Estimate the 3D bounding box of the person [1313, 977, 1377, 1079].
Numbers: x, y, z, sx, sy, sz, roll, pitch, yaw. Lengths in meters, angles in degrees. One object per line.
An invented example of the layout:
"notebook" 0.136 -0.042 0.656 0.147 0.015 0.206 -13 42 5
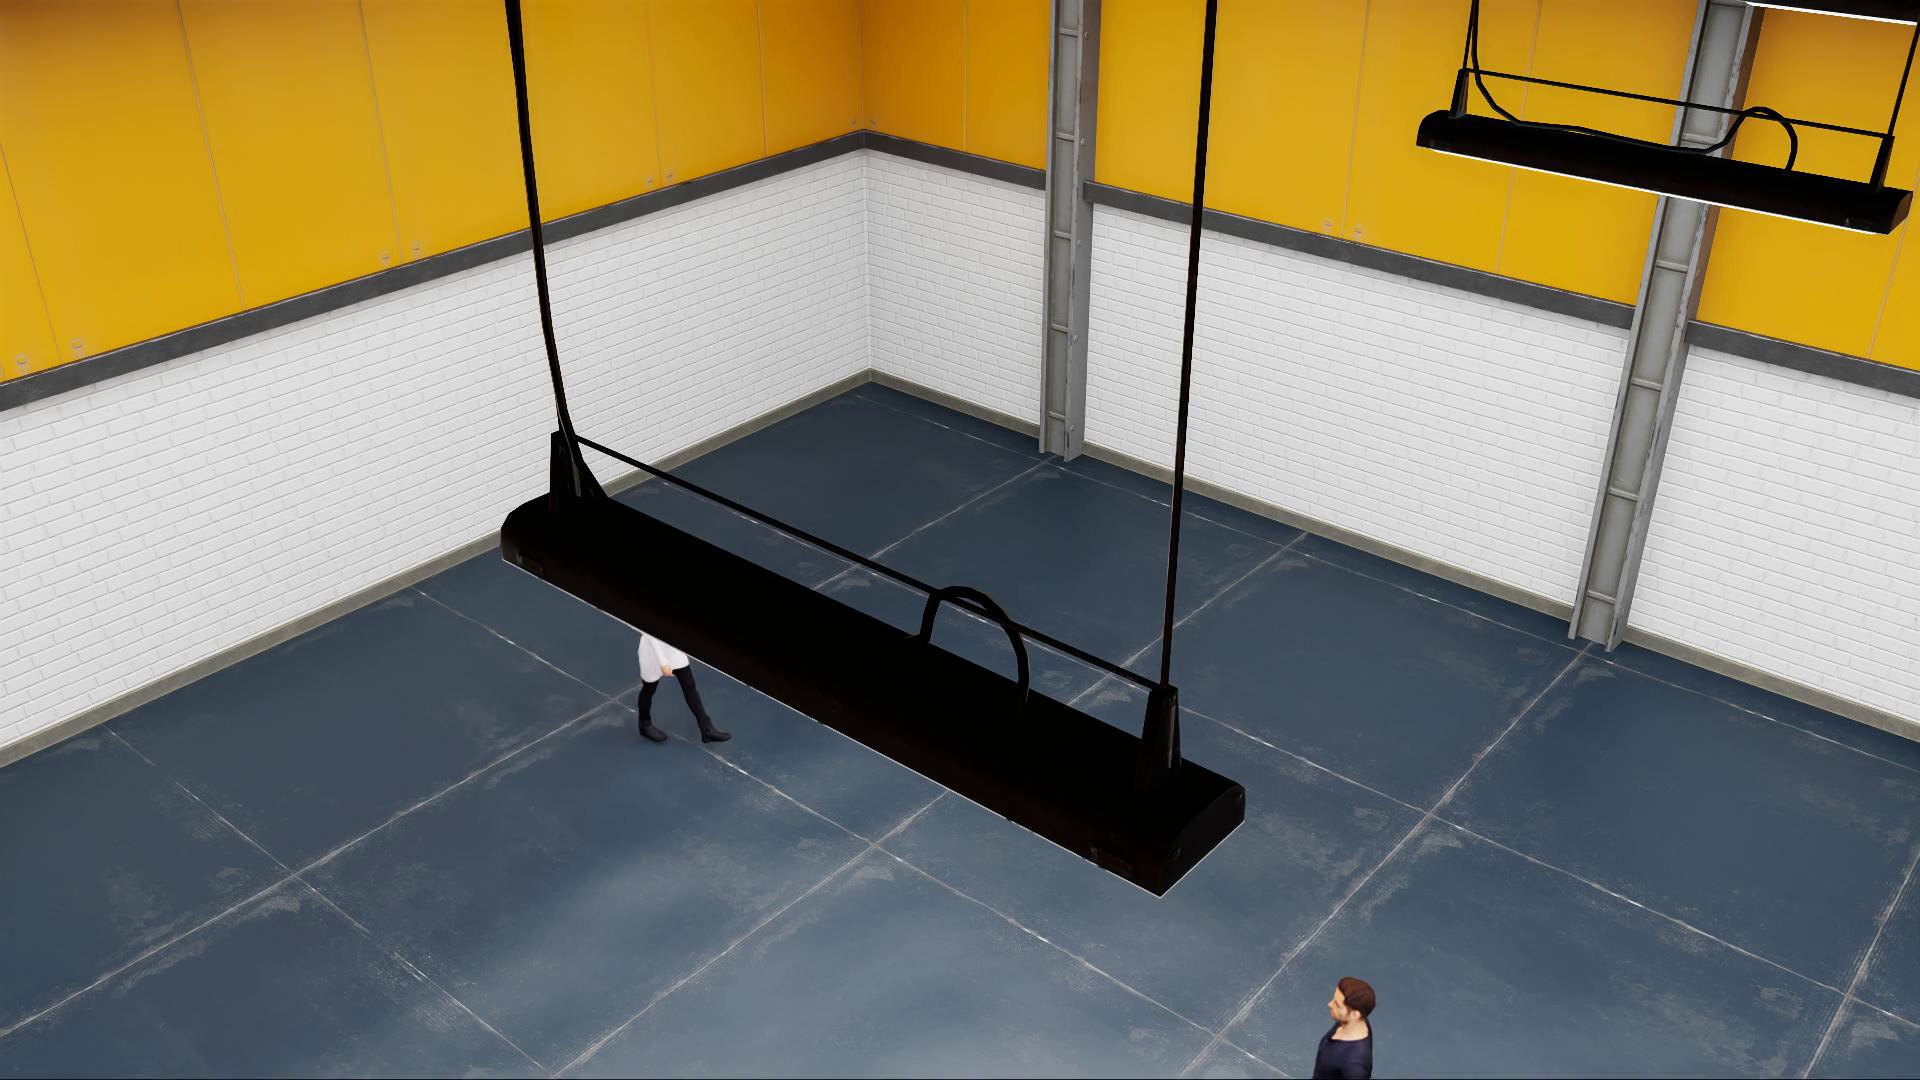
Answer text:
"person" 2.119 3.104 8.940 1.073 1.836 0.937 4 29 7
